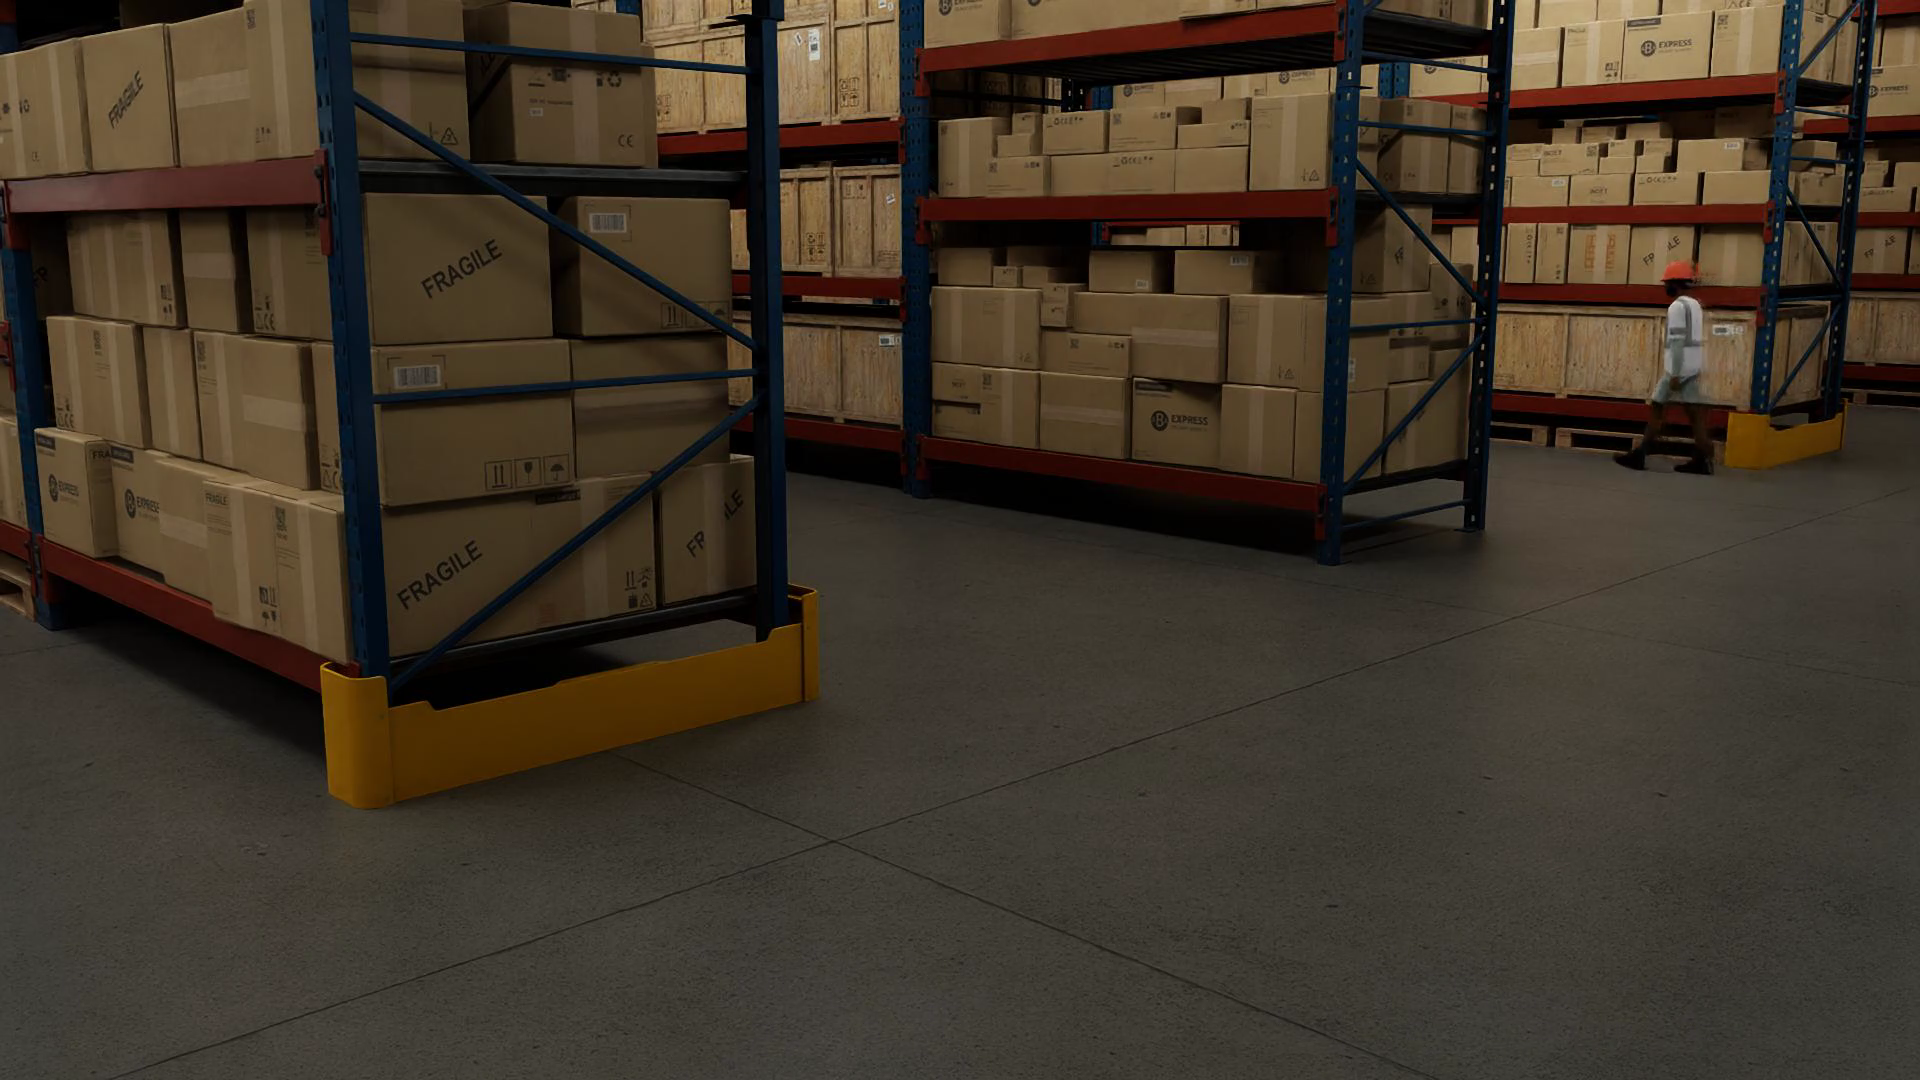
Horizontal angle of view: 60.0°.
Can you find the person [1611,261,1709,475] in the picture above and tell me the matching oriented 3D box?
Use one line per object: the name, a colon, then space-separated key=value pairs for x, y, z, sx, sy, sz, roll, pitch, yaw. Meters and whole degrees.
person: x=6.400 y=-1.552 z=15.007 sx=0.571 sy=1.890 sz=0.924 roll=-10 pitch=15 yaw=-44
